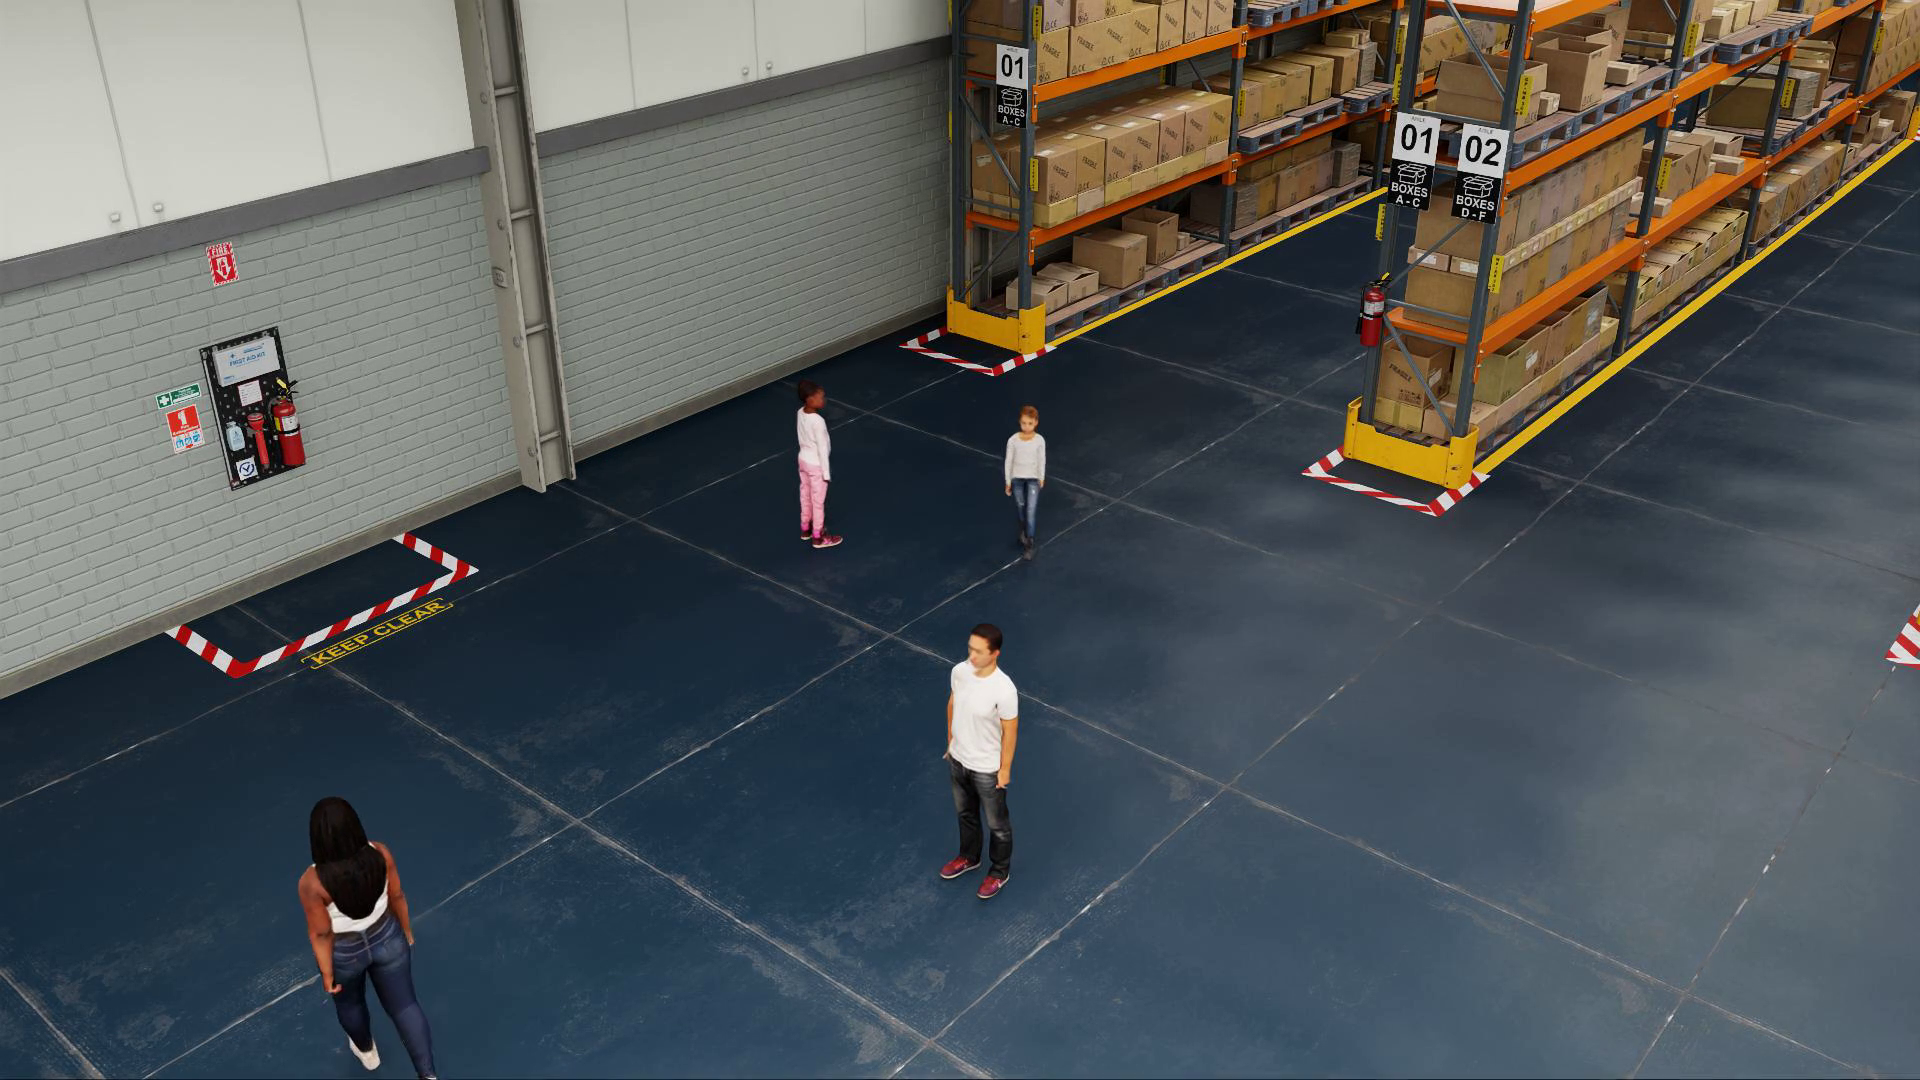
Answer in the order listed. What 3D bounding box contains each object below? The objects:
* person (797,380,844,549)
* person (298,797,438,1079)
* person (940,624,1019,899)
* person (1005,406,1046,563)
[{"bbox_3d":[-1.210,-0.645,13.745,0.574,1.447,0.590,-17,32,-29],"label":"person"},{"bbox_3d":[-2.920,2.090,8.255,1.143,1.780,0.878,-19,34,-32],"label":"person"},{"bbox_3d":[0.131,1.270,9.771,0.628,1.802,0.514,22,35,35],"label":"person"},{"bbox_3d":[0.538,-0.515,13.671,0.805,1.285,0.951,3,28,5],"label":"person"}]
